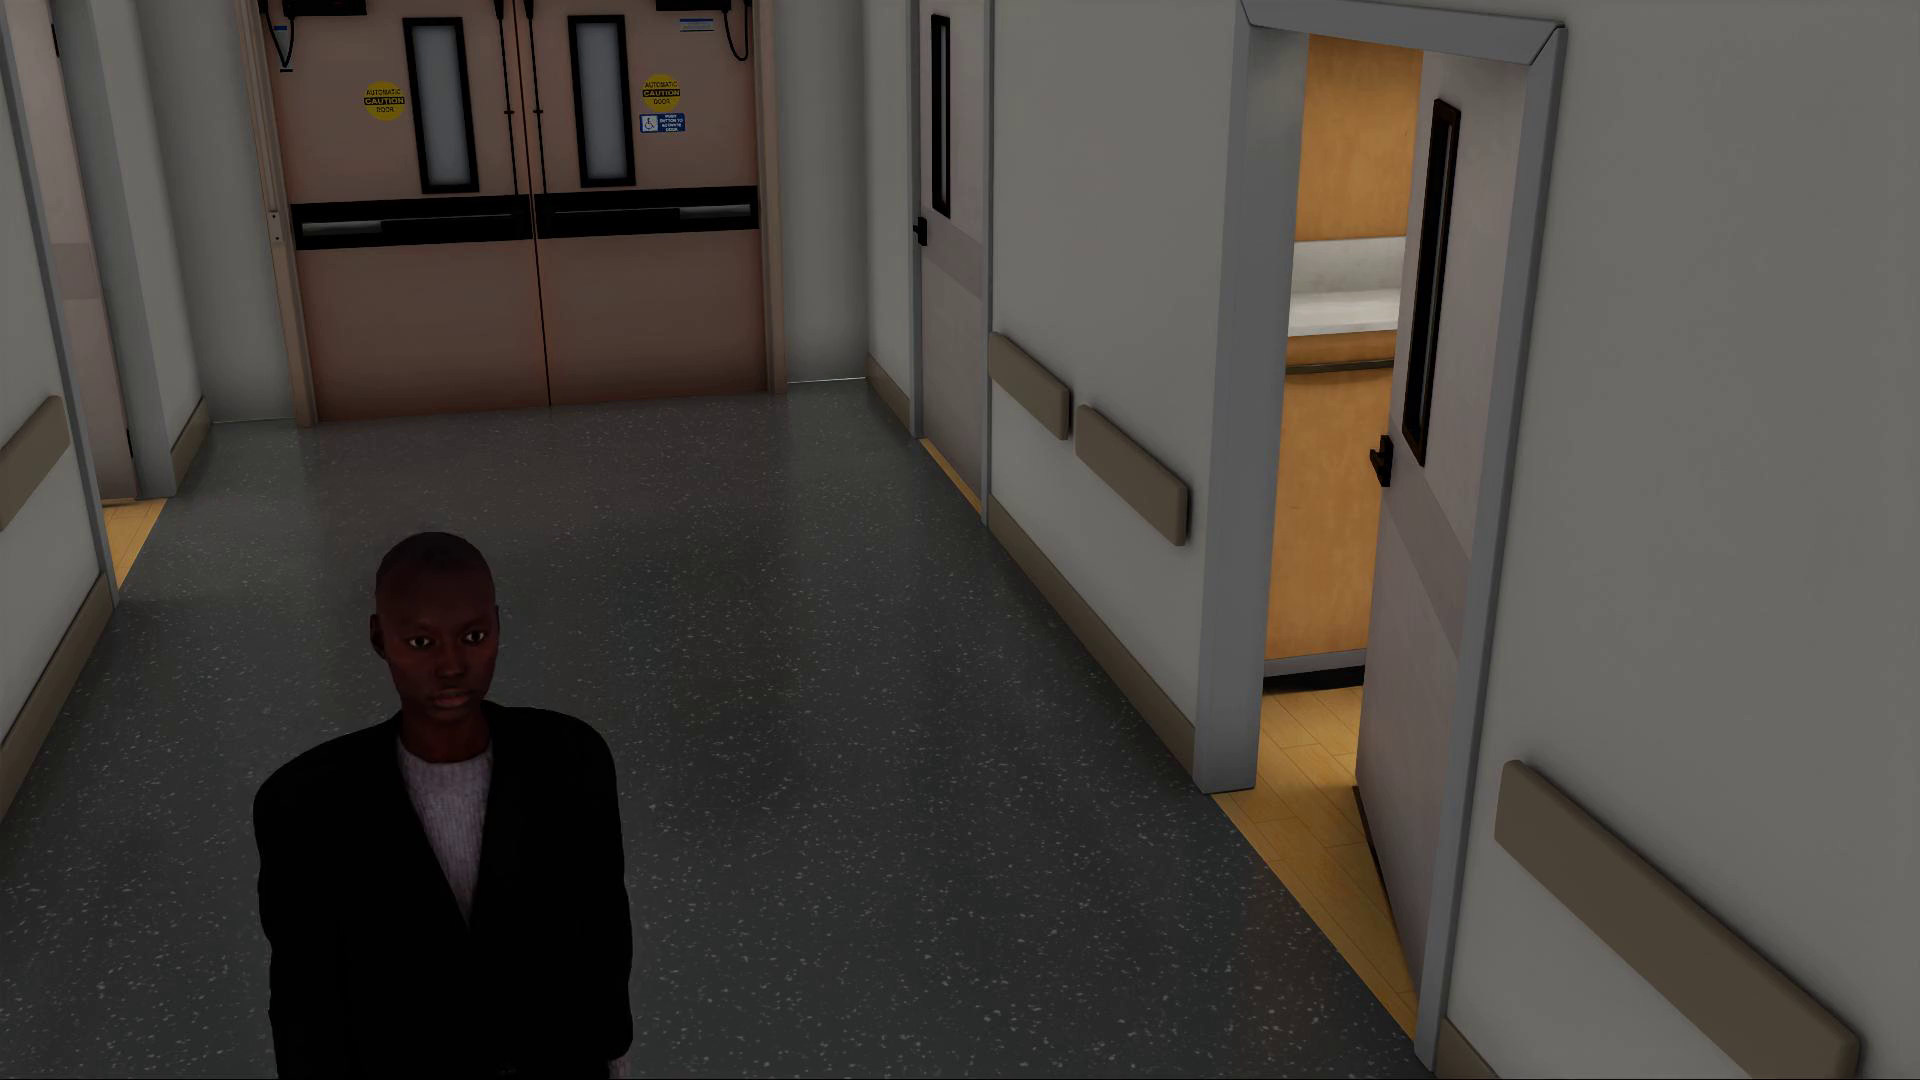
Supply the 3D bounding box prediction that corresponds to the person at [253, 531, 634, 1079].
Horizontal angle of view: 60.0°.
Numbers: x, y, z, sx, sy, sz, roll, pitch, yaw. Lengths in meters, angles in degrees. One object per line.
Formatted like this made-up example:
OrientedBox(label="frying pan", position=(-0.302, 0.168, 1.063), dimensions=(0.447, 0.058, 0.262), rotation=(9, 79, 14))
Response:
OrientedBox(label="person", position=(-0.737, 0.804, 2.474), dimensions=(0.692, 1.727, 1.146), rotation=(-7, 22, -18))
